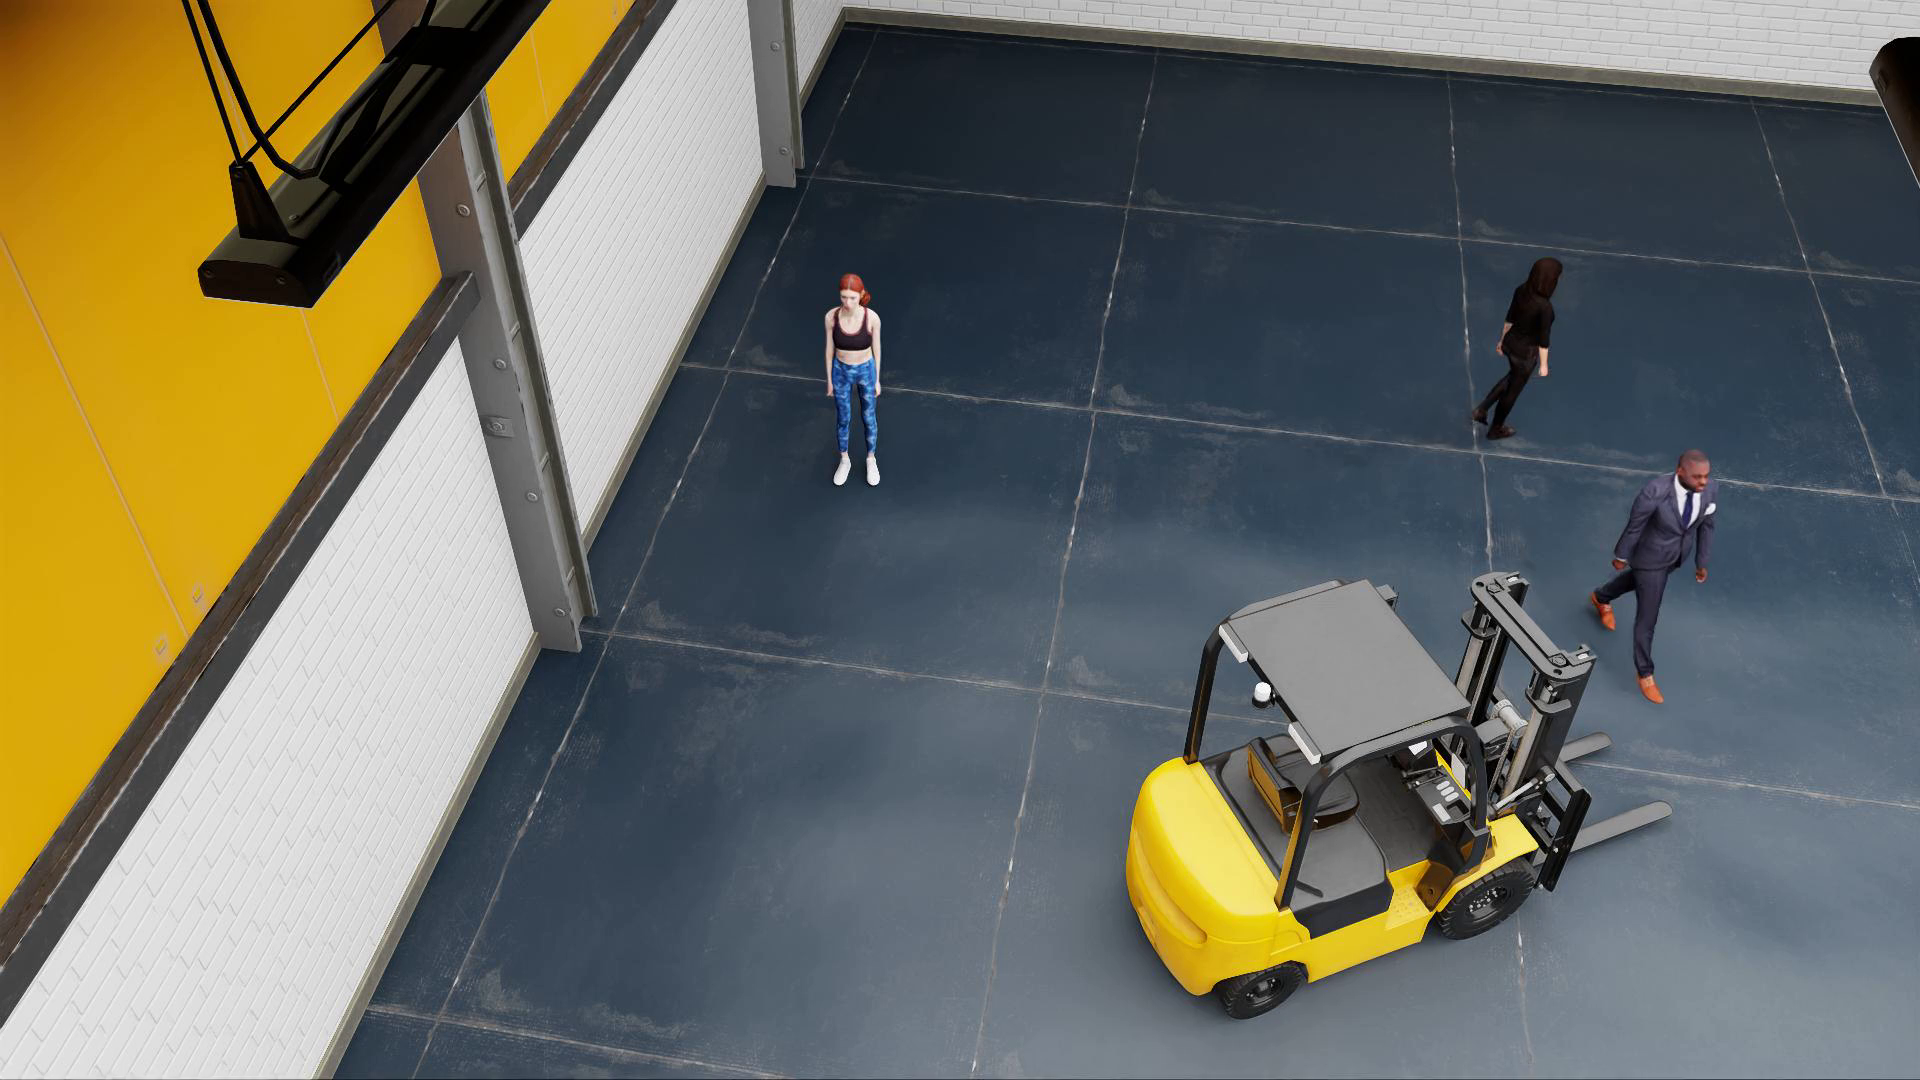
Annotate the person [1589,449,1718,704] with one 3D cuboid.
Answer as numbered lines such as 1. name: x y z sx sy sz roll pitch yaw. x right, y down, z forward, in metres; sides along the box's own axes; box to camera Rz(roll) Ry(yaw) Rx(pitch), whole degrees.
1. person: 4.475 0.059 10.774 1.069 1.783 1.321 -12 45 -12

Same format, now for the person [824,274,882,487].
1. person: -0.764 -1.157 12.048 0.607 1.785 0.634 0 44 0

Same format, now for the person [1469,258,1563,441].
1. person: 4.119 -1.390 12.405 0.759 1.630 0.699 -11 45 -12
